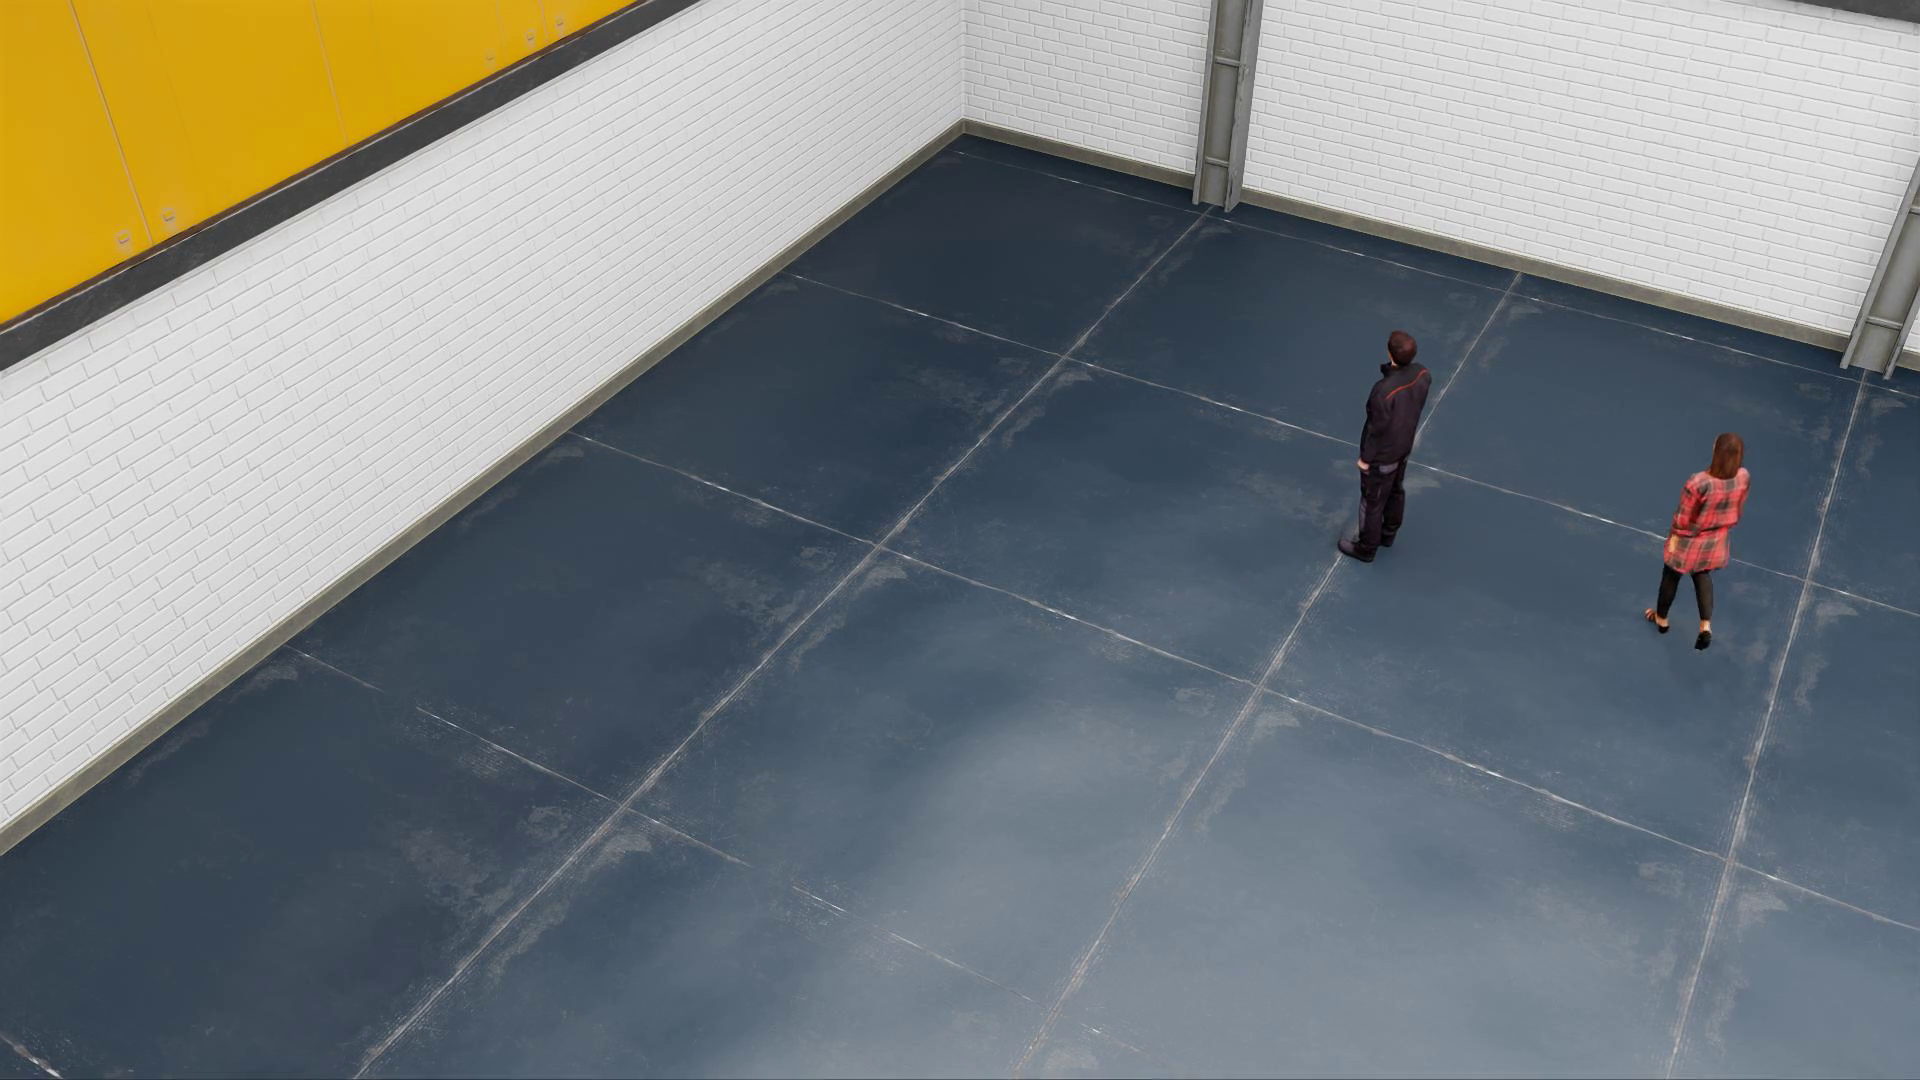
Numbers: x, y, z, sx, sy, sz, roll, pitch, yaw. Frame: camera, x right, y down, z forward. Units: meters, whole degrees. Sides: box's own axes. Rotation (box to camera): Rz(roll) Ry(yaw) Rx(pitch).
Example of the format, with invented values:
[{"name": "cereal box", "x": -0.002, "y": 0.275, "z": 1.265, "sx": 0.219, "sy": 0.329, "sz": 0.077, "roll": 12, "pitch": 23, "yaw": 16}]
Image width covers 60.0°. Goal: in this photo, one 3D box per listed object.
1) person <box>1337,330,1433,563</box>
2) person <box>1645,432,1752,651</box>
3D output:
[{"name": "person", "x": 3.011, "y": -0.654, "z": 11.676, "sx": 0.780, "sy": 1.839, "sz": 0.693, "roll": -29, "pitch": 47, "yaw": -31}, {"name": "person", "x": 4.892, "y": 0.046, "z": 10.919, "sx": 0.936, "sy": 1.690, "sz": 0.957, "roll": -4, "pitch": 39, "yaw": -5}]
